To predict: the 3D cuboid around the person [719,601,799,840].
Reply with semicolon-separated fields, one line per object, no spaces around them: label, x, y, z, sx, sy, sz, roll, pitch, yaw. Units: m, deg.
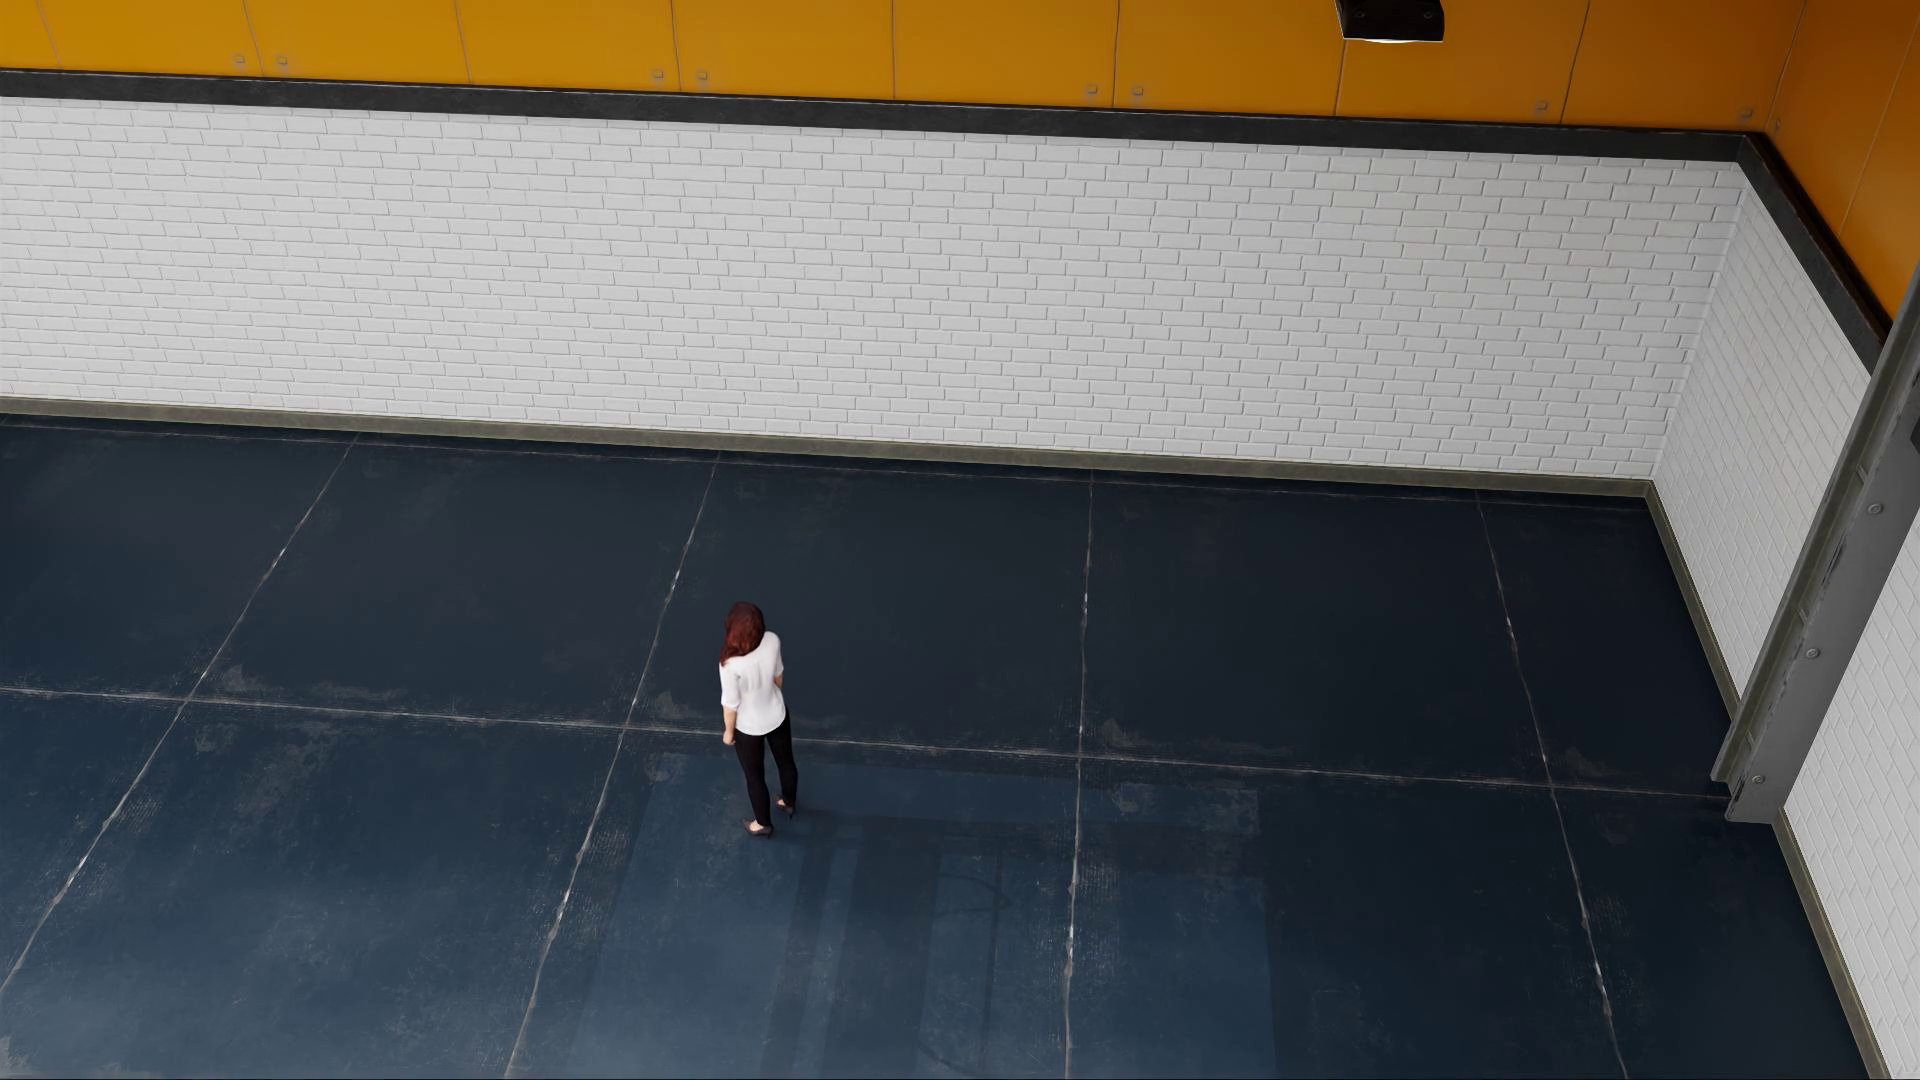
person;-1.168;1.070;9.760;0.666;1.795;0.740;-30;48;-32
